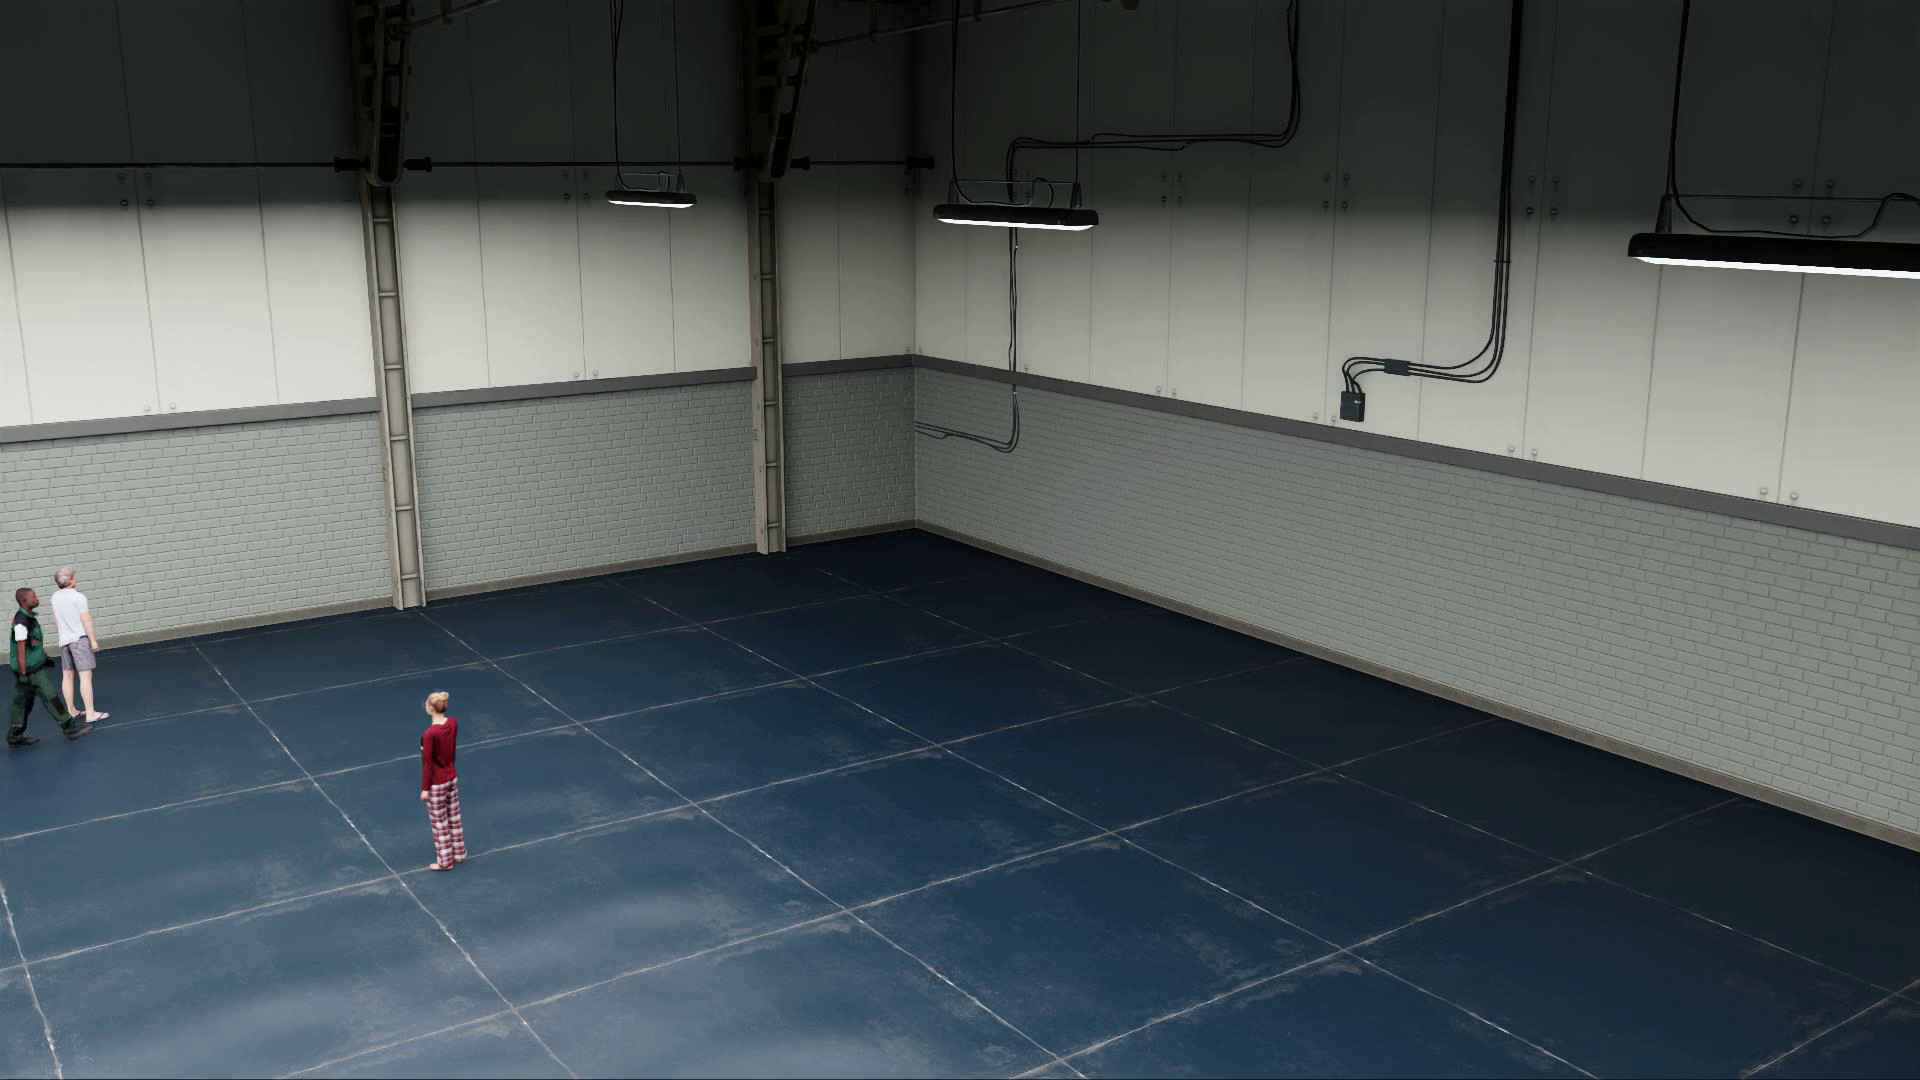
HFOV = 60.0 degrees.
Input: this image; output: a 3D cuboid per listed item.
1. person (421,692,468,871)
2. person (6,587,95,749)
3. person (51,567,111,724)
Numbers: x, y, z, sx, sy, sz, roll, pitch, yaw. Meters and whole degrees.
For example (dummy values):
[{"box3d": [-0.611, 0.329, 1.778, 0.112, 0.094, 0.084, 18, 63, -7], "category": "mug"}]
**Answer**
[{"box3d": [-4.759, 2.190, 15.254, 0.739, 1.698, 0.643, 4, 14, 18], "category": "person"}, {"box3d": [-10.326, 1.436, 18.292, 1.135, 1.796, 0.785, -7, 15, -28], "category": "person"}, {"box3d": [-10.248, 1.199, 19.238, 0.741, 1.832, 0.775, 4, 14, 16], "category": "person"}]
